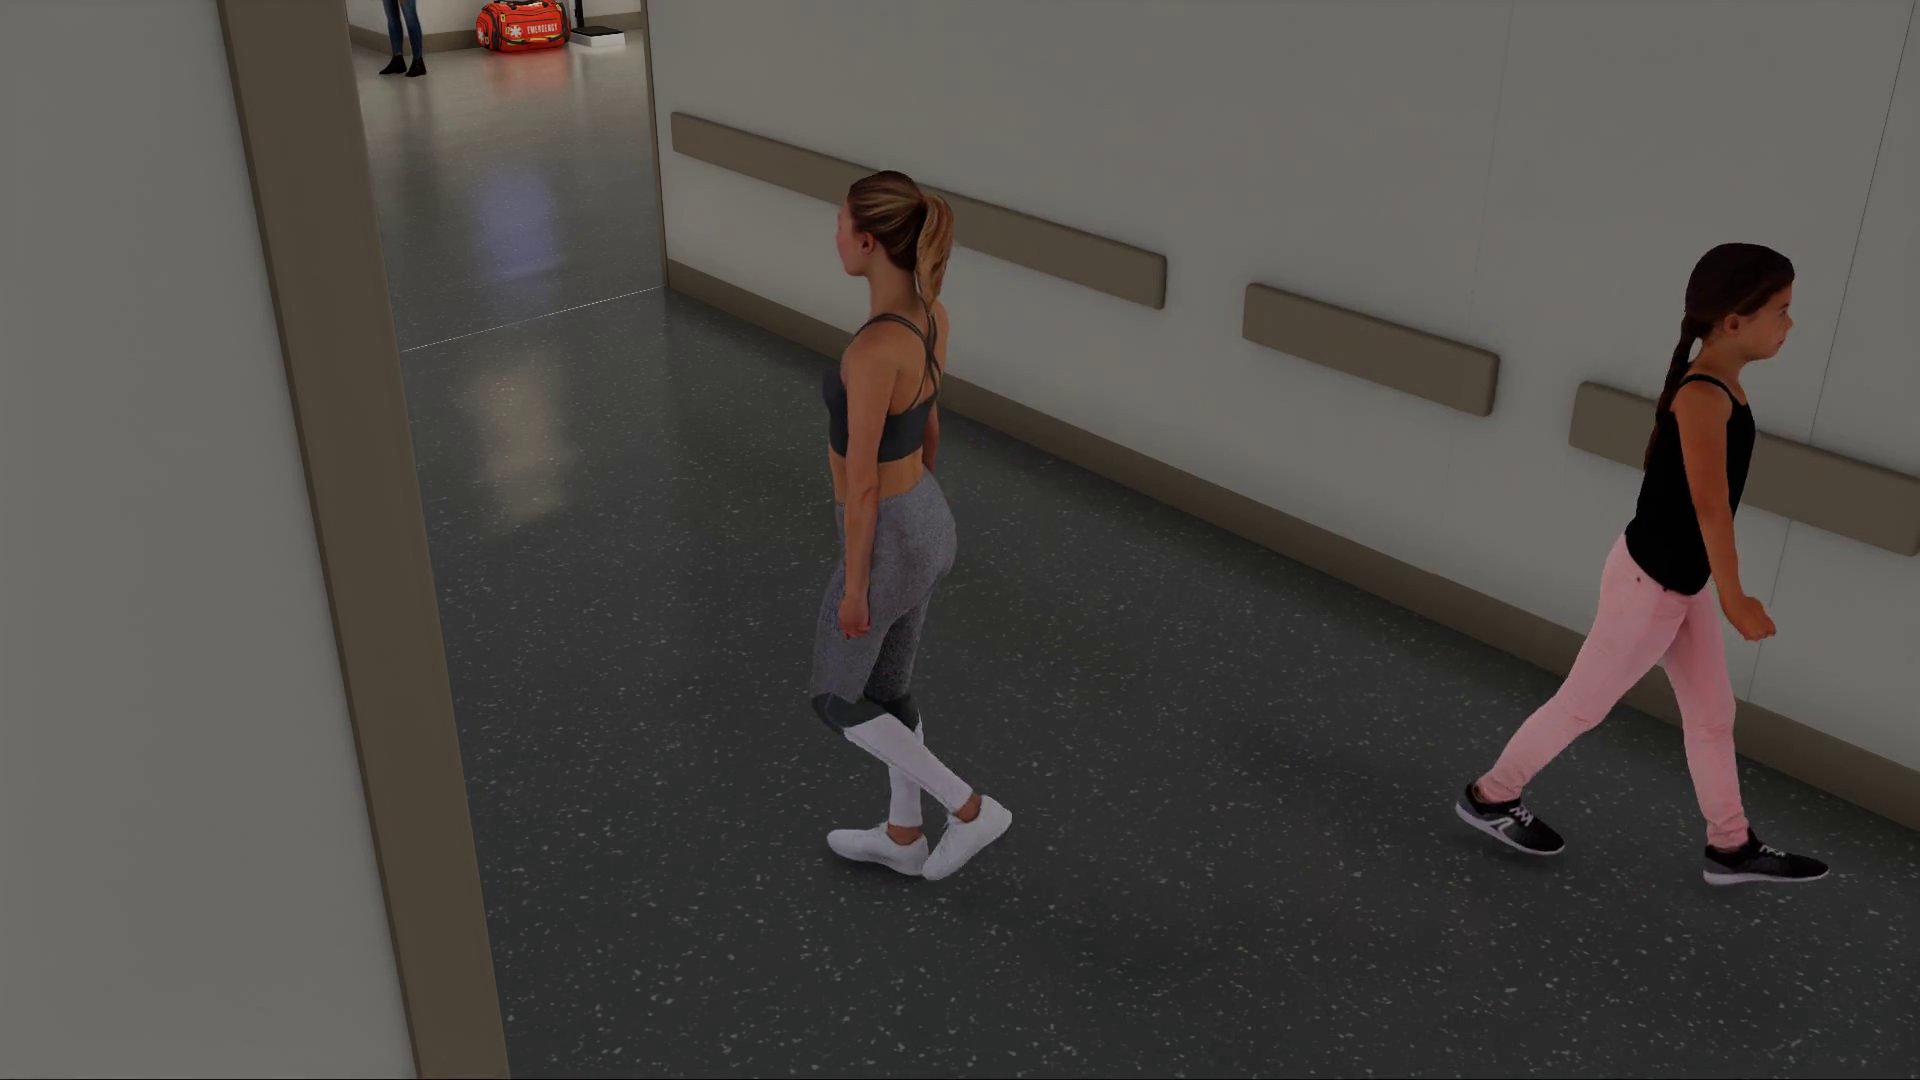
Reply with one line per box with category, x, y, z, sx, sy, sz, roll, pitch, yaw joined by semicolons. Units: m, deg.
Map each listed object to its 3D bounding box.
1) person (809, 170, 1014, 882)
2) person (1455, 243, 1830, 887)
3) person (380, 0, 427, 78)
person;-0.077;0.055;3.657;0.810;1.693;0.778;9;27;19
person;1.497;0.106;3.747;0.819;1.523;1.041;15;29;27
person;-4.526;-4.565;13.307;0.717;1.633;0.731;11;28;22
